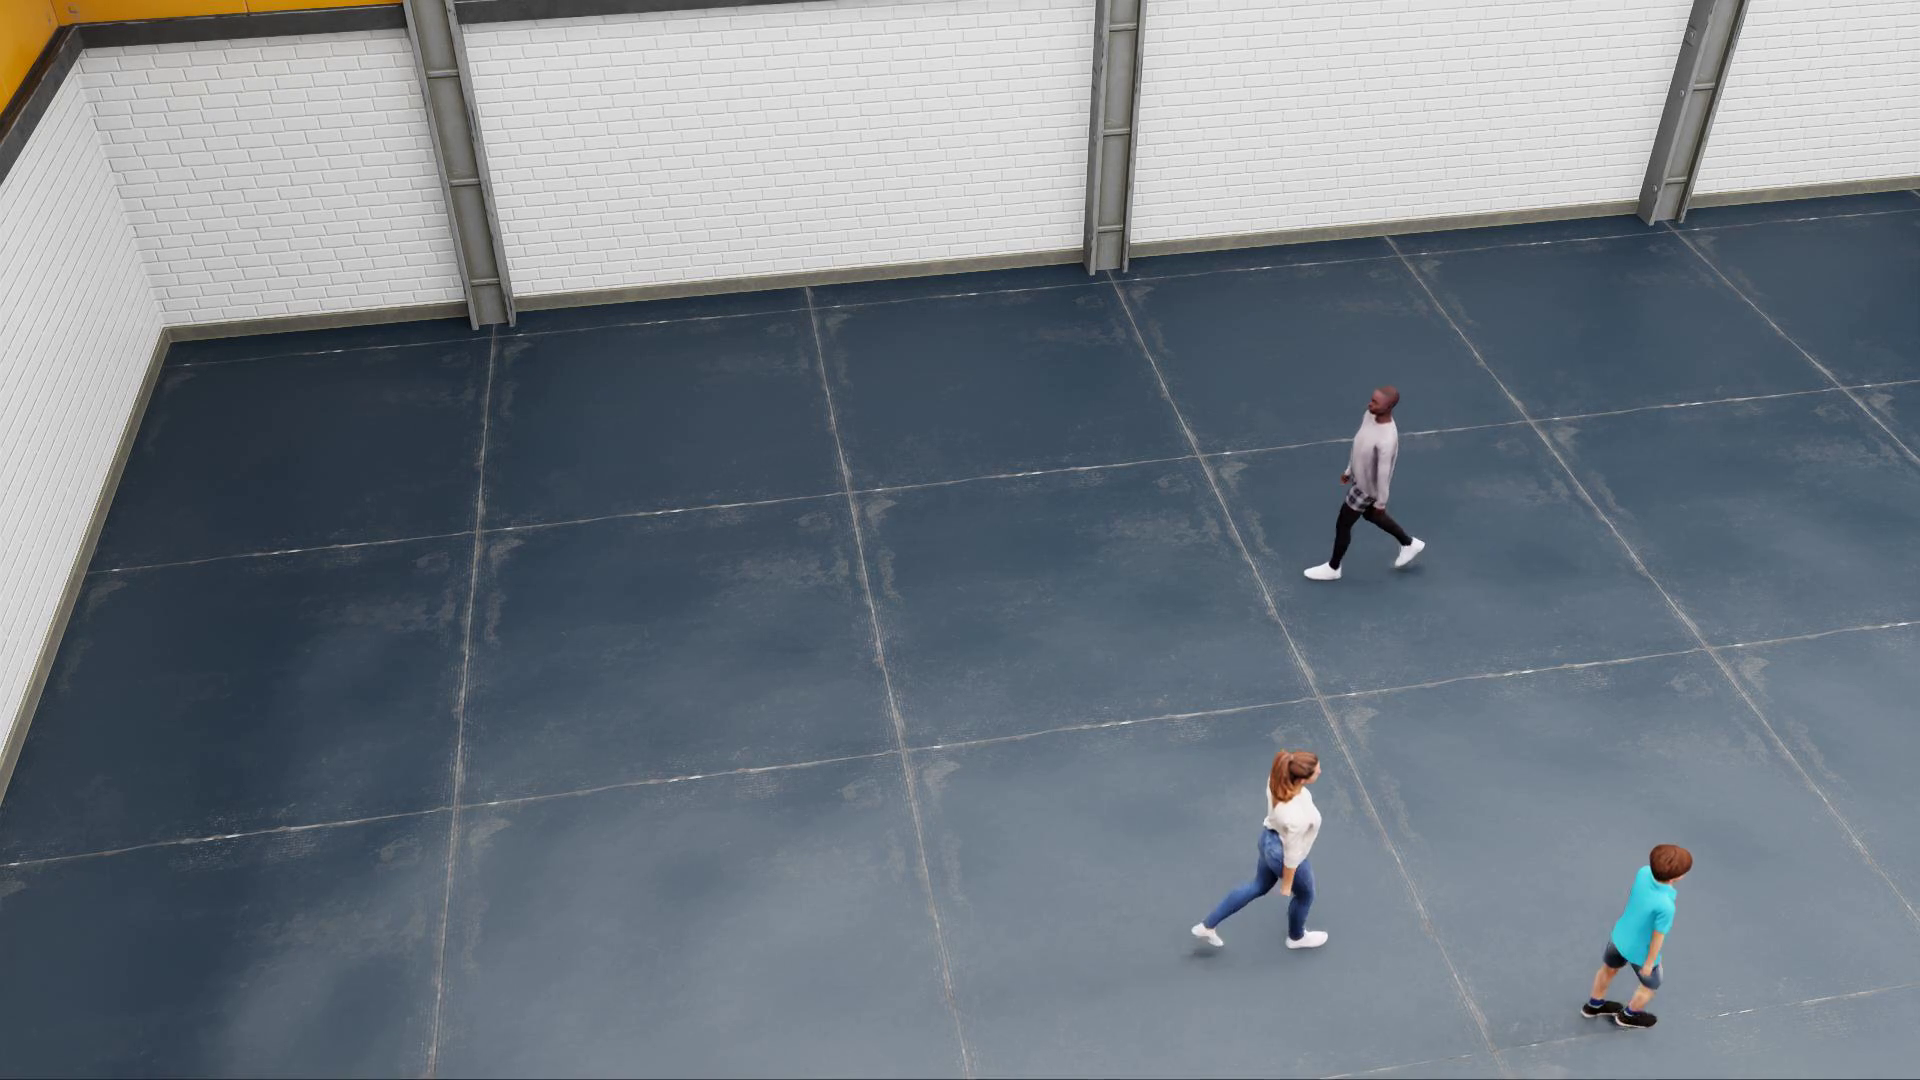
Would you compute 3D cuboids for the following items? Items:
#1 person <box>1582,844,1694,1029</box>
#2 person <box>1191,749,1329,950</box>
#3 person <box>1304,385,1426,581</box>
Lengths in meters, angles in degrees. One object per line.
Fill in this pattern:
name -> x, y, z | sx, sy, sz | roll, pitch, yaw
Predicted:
person -> 3.735, 2.232, 9.303 | 0.614, 1.441, 0.548 | -5, 39, -6
person -> 1.779, 1.831, 9.605 | 1.055, 1.691, 0.618 | -7, 39, -8
person -> 3.130, -0.415, 12.376 | 1.187, 1.742, 0.756 | 0, 39, -1
